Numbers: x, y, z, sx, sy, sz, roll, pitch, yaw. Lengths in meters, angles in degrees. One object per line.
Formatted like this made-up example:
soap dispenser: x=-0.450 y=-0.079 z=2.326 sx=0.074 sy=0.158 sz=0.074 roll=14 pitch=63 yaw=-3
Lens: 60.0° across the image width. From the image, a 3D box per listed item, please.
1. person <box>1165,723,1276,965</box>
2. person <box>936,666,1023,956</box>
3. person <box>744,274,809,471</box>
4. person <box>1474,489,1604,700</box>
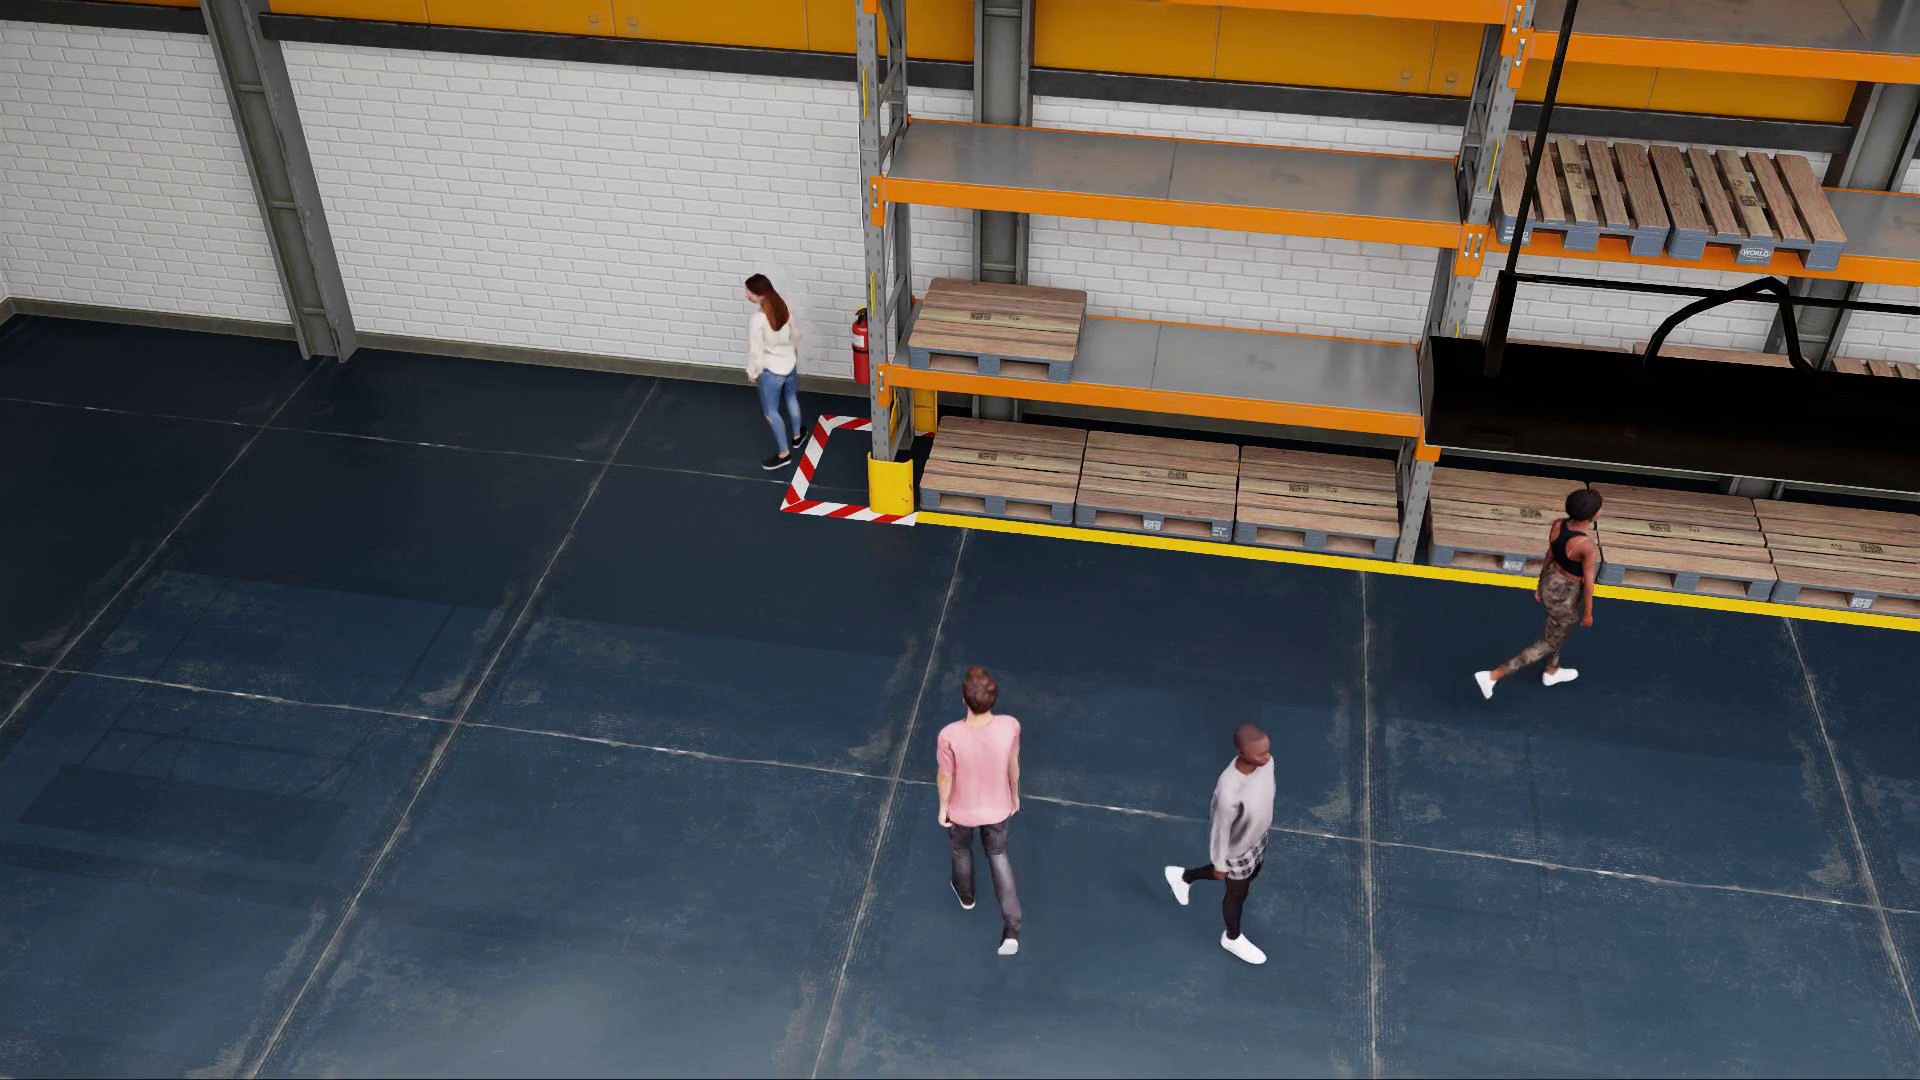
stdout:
person: x=1.480 y=1.626 z=9.232 sx=1.051 sy=1.761 sz=0.890 roll=27 pitch=46 yaw=29
person: x=0.126 y=1.525 z=9.217 sx=1.109 sy=1.938 sz=1.000 roll=-11 pitch=40 yaw=-13
person: x=-1.389 y=-1.386 z=13.070 sx=0.715 sy=1.679 sz=0.848 roll=30 pitch=48 yaw=32
person: x=3.844 y=0.400 z=10.837 sx=1.149 sy=1.675 sz=0.855 roll=-9 pitch=39 yaw=-11
